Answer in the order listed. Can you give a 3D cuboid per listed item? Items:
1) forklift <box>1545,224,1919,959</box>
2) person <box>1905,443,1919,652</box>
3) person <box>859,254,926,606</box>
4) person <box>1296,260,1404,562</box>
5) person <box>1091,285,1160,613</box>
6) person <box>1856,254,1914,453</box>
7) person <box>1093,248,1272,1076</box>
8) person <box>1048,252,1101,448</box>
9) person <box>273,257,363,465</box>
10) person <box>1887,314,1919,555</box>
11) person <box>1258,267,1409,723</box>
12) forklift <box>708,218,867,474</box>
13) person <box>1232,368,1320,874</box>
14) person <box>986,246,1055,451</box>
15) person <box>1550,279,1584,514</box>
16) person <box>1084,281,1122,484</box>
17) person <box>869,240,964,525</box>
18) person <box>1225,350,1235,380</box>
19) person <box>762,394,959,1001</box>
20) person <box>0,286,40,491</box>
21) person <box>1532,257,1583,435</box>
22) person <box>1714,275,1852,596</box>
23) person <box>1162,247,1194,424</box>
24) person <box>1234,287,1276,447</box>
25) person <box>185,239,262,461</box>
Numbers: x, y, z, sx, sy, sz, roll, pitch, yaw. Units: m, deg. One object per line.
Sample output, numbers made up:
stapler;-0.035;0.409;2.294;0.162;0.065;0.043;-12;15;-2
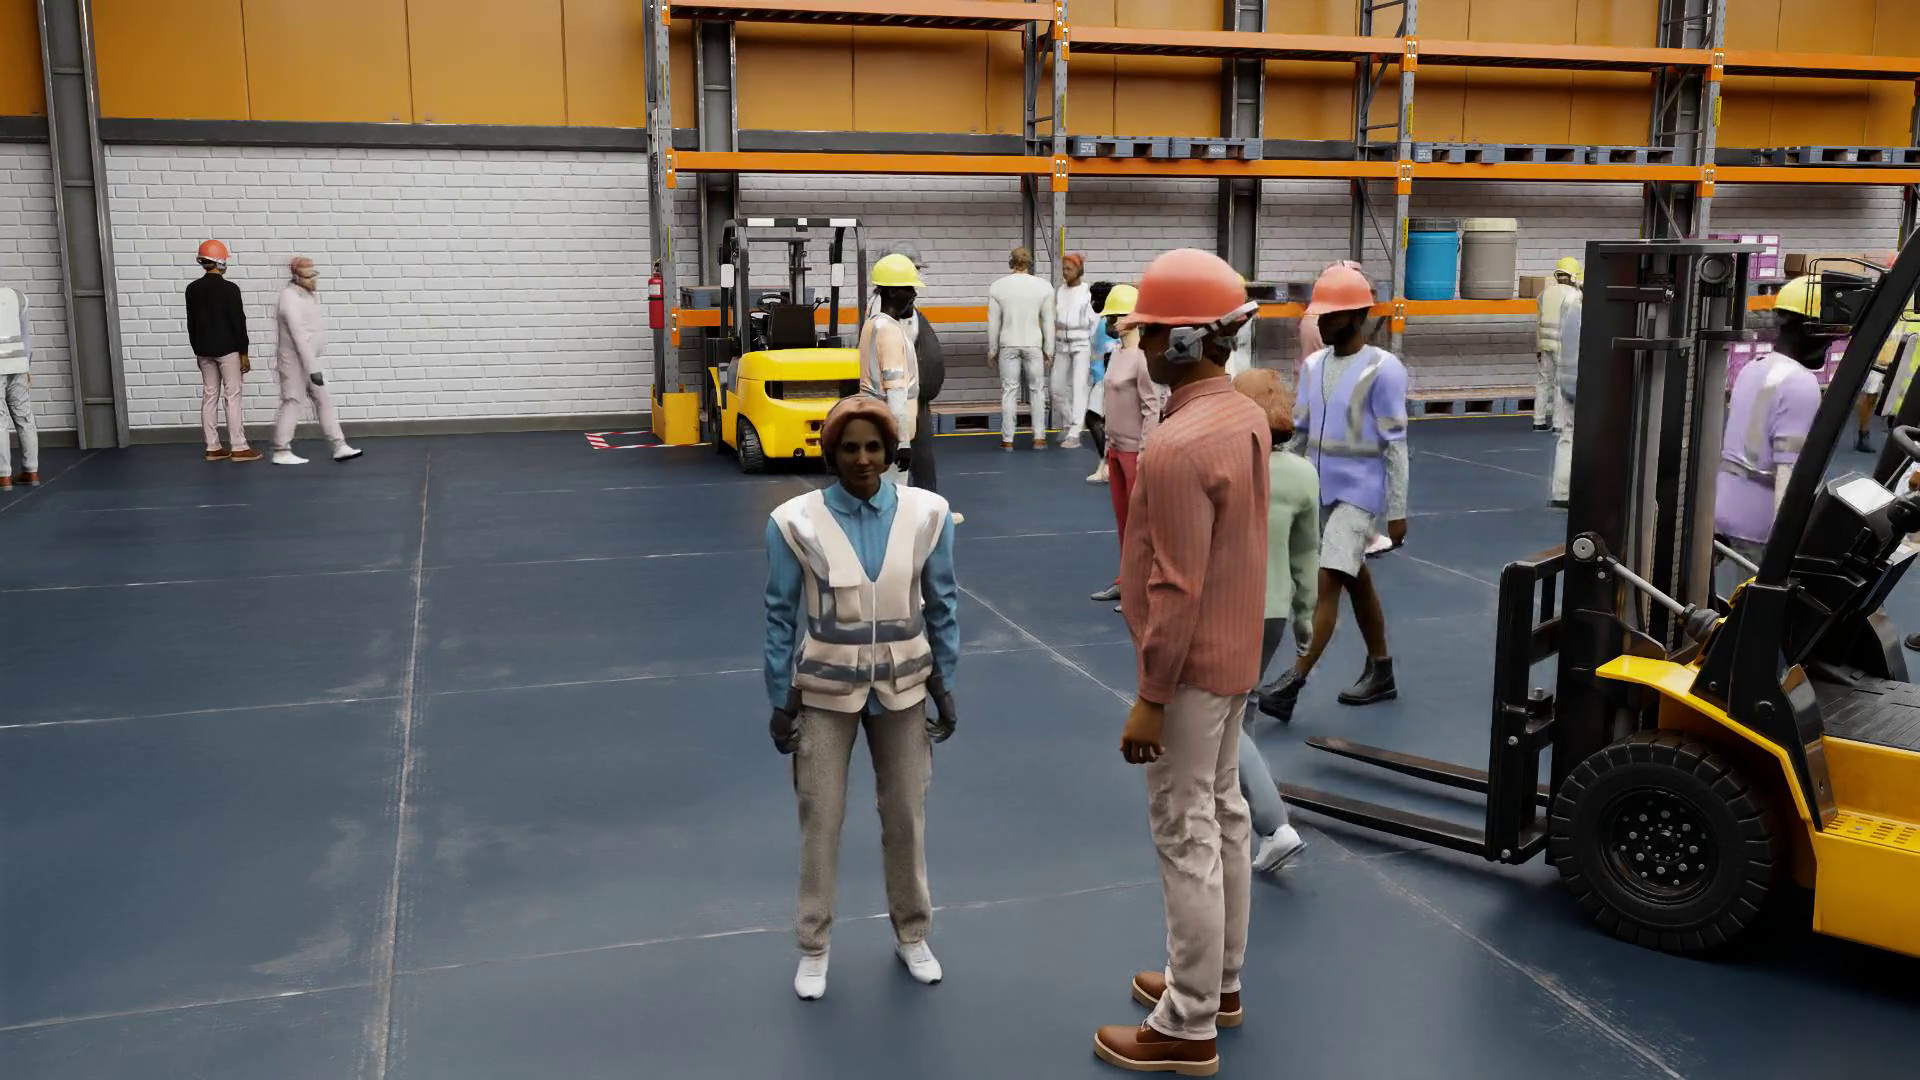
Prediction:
forklift;2.909;0.117;4.508;2.313;2.155;1.214;9;14;40
person;4.863;-0.391;8.004;0.551;1.933;0.369;1;10;4
person;-0.369;-0.601;9.177;0.366;1.927;0.588;-3;11;-14
person;2.404;-0.766;10.222;0.915;1.865;0.681;0;10;-2
person;0.898;-0.491;9.017;0.328;1.767;0.532;-3;11;-16
person;8.538;-1.685;15.277;0.553;1.879;1.012;2;11;12
person;0.557;0.301;4.050;0.376;1.995;0.611;5;11;24
person;1.081;-1.825;16.027;0.603;1.876;0.461;7;13;34
person;-5.745;-1.568;14.720;0.834;1.849;0.714;0;10;-2
person;6.234;-0.789;10.528;0.730;1.810;0.644;1;10;6
person;1.522;-0.186;6.989;0.973;1.885;0.574;-5;11;-25
forklift;-1.522;-1.778;14.899;1.214;2.155;2.313;-3;11;-17
person;0.922;0.251;5.363;0.510;1.609;0.691;-6;12;-30
person;0.575;-1.793;15.744;0.653;1.931;0.384;1;10;3
person;4.681;-1.076;12.097;0.735;1.805;0.624;-1;10;-6
person;1.184;-1.286;13.640;0.436;1.662;0.576;2;10;10
person;-0.483;-1.084;11.515;0.949;2.000;0.677;0;10;3
person;2.095;-1.220;13.488;0.771;1.600;0.517;1;10;4
person;-0.265;0.422;4.410;0.526;1.626;0.328;-3;11;-17
person;-7.710;-1.363;13.318;0.402;1.941;0.602;4;11;21
person;6.187;-1.991;17.126;0.419;1.820;0.604;-5;11;-25
person;2.998;-0.072;6.396;0.779;1.886;0.625;2;11;11
person;1.958;-1.548;14.354;0.627;1.934;0.372;4;11;21
person;2.477;-1.480;14.584;0.579;1.715;0.517;8;13;36
person;-6.676;-1.703;15.029;0.612;1.997;0.375;3;11;18
